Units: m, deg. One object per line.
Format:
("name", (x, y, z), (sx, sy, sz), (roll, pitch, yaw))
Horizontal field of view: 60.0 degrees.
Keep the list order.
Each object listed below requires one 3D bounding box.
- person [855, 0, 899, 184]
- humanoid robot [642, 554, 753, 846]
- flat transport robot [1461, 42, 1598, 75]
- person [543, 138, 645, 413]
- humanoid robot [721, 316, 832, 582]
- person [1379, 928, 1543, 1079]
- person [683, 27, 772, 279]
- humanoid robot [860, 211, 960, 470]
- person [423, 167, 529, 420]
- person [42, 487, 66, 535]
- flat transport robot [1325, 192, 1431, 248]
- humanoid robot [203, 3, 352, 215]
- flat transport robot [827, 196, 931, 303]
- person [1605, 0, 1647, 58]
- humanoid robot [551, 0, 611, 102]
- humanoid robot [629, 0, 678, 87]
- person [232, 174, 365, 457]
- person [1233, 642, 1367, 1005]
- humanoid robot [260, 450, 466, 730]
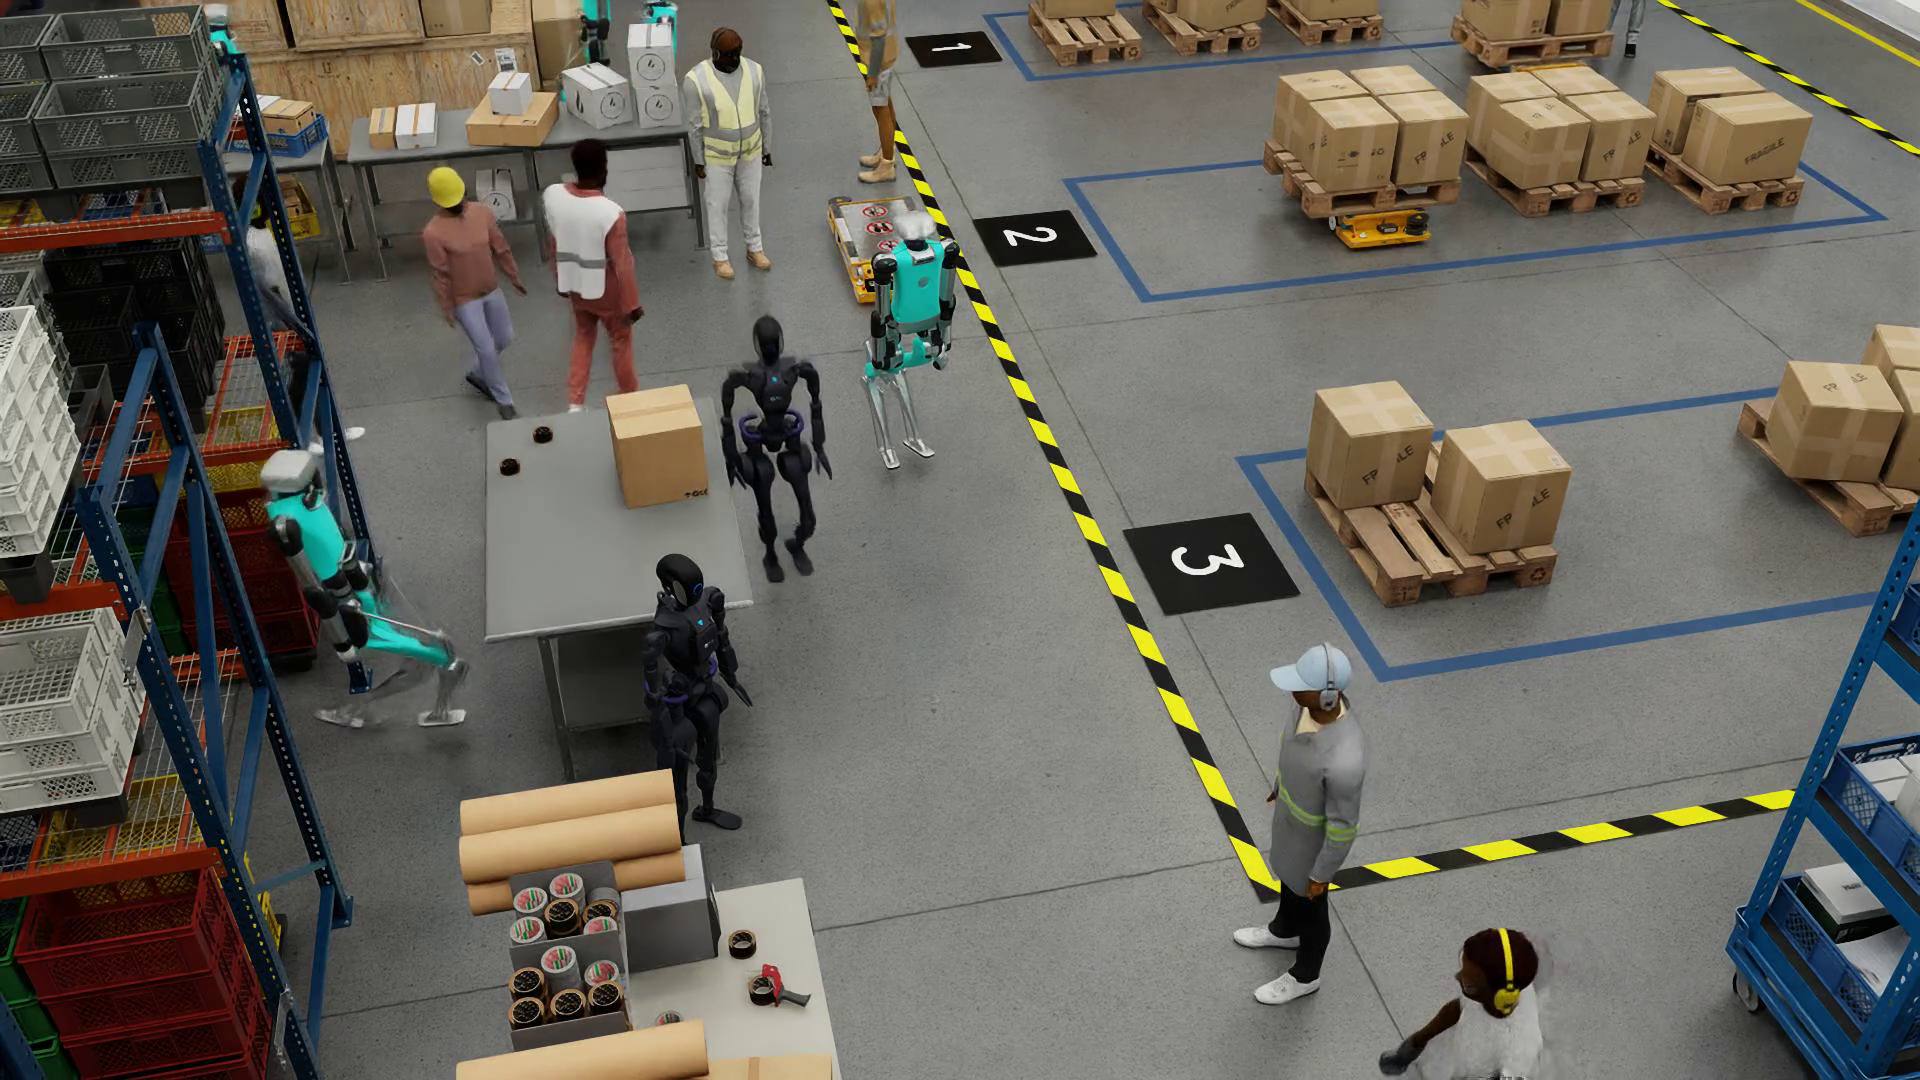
("person", (-0.690, -3.841, 13.241), (0.397, 2.032, 0.604), (2, 37, 3))
("humanoid robot", (-1.181, 0.734, 7.374), (0.315, 1.657, 0.599), (20, 41, 24))
("flat transport robot", (5.333, -4.512, 15.594), (0.652, 0.197, 1.431), (-8, 37, -10))
("person", (-2.252, -1.579, 10.312), (0.637, 1.899, 0.575), (17, 40, 21))
("humanoid robot", (-1.002, -0.471, 9.005), (0.610, 1.645, 0.360), (-11, 38, -15))
("person", (1.633, 1.935, 5.644), (0.914, 1.825, 0.497), (8, 37, 10))
("person", (-1.639, -2.796, 12.005), (0.629, 1.835, 0.429), (-18, 40, -23))
("humanoid robot", (-0.369, -1.246, 9.886), (0.533, 1.677, 0.735), (-18, 40, -22))
("person", (-3.036, -1.550, 10.412), (0.555, 1.735, 0.566), (23, 43, 28))
("person", (-5.528, -0.752, 9.265), (0.674, 1.817, 0.536), (-4, 37, -6))
("flat transport robot", (3.134, -2.740, 13.213), (0.652, 0.197, 1.431), (-8, 37, -10))
("humanoid robot", (-5.147, -3.232, 12.703), (0.901, 1.801, 0.555), (-14, 39, -18))
("flat transport robot", (-0.570, -2.220, 12.538), (0.659, 0.231, 1.431), (-8, 37, -10))
("person", (6.354, -5.448, 15.574), (0.588, 1.822, 0.403), (14, 39, 18))
("humanoid robot", (-3.152, -3.947, 13.666), (0.745, 1.839, 0.546), (-16, 39, -20))
("humanoid robot", (-2.484, -3.427, 12.951), (0.824, 1.804, 0.543), (-9, 38, -12))
("person", (-4.041, -1.327, 10.007), (0.516, 1.856, 0.544), (-16, 39, -20))
("person", (1.360, 1.144, 6.689), (0.397, 1.850, 0.597), (-4, 37, -6))
("humanoid robot", (-2.746, 0.318, 7.884), (0.979, 1.728, 0.530), (-4, 37, -5))
